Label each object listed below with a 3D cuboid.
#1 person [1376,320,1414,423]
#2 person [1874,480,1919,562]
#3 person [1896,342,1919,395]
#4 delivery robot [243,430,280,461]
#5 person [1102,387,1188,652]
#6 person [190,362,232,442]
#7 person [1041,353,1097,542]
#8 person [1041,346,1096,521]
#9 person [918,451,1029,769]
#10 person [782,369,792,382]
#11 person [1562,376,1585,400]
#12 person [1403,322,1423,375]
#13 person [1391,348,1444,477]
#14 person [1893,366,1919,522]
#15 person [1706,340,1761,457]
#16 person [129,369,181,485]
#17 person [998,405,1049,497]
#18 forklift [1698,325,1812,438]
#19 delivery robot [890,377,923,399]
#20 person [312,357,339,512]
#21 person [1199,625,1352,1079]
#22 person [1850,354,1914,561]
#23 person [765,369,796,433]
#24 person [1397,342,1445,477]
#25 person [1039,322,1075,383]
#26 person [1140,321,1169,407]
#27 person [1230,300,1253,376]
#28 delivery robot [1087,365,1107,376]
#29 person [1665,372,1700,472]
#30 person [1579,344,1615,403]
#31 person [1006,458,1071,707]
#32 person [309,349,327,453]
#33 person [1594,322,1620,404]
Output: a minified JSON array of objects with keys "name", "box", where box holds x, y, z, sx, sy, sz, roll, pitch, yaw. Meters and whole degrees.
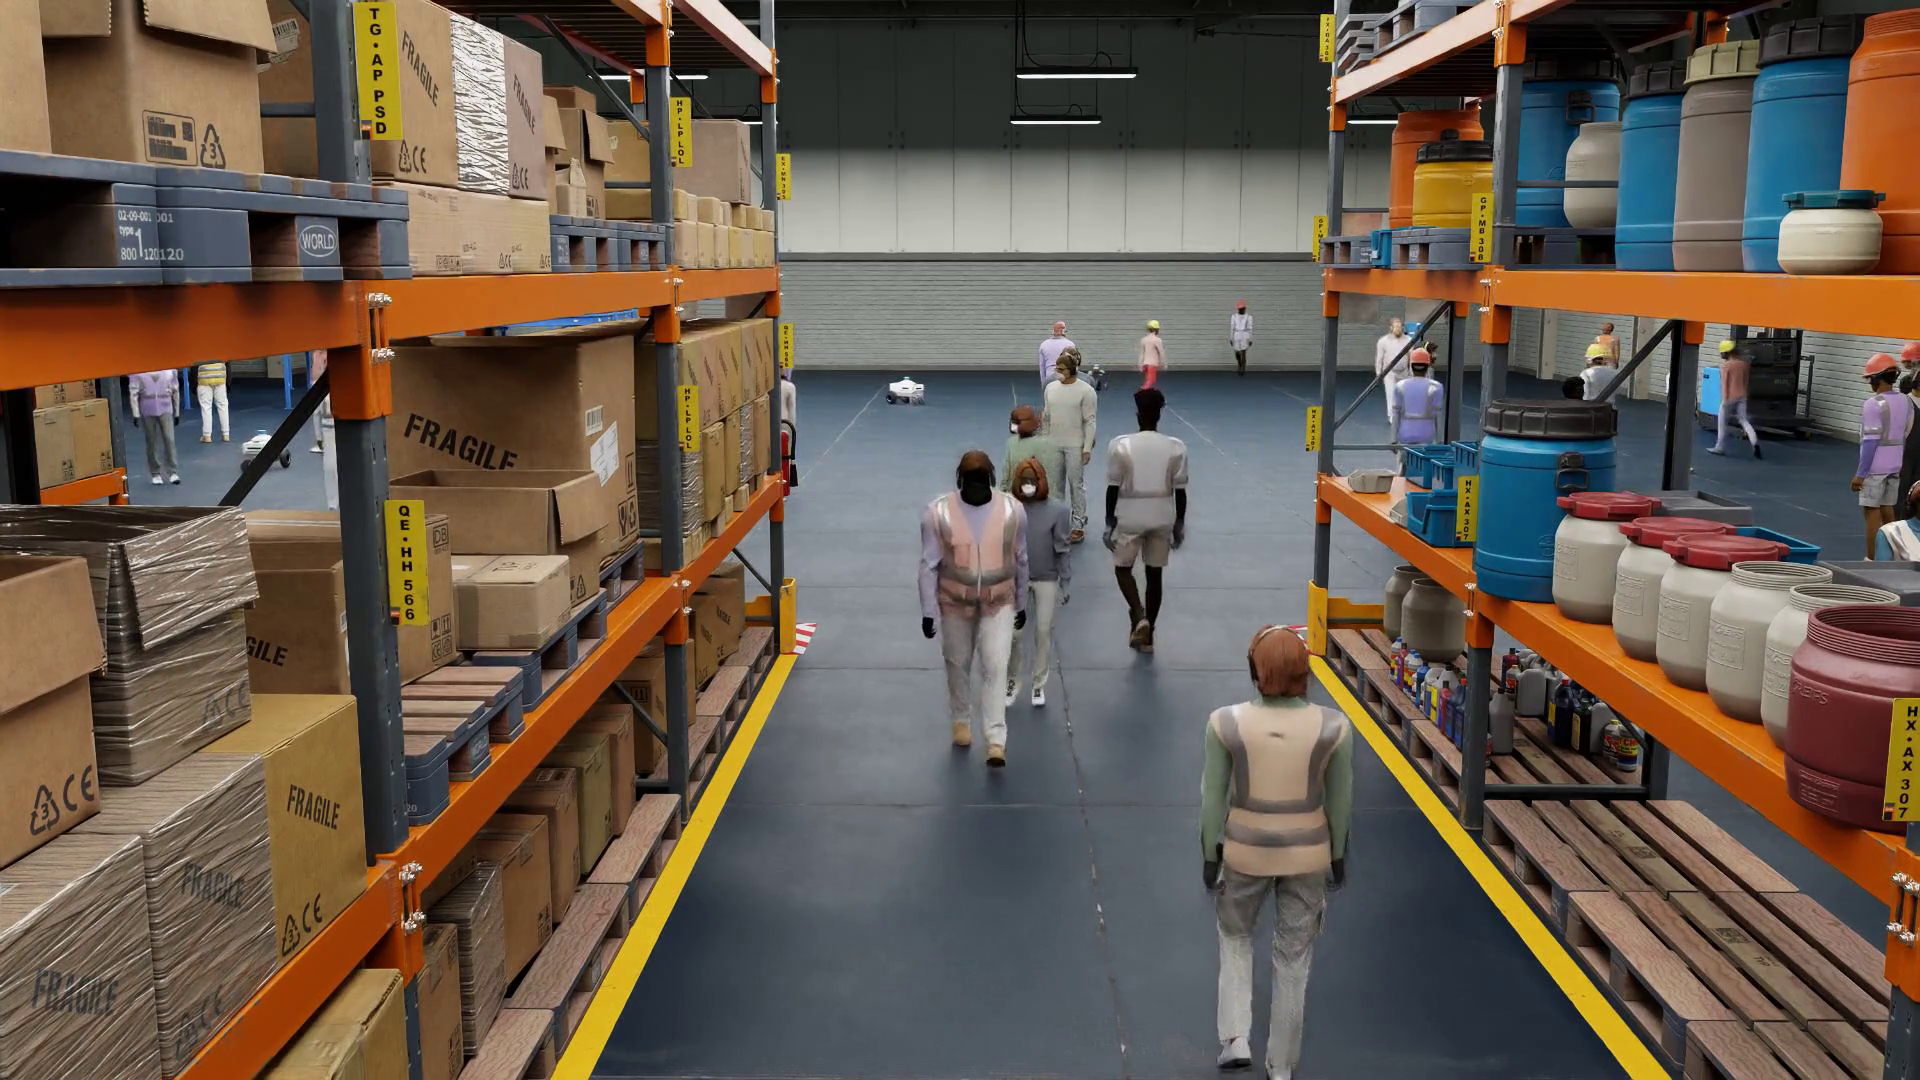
[{"name":"person","box":[7.638,-2.916,29.081,0.646,1.853,1.010,-1,10,-5]},{"name":"person","box":[5.460,0.456,9.511,0.515,1.641,0.315,1,10,6]},{"name":"person","box":[11.003,-1.288,19.019,0.634,1.956,0.848,-3,10,-16]},{"name":"delivery robot","box":[-9.629,-1.276,22.978,0.477,0.478,0.707,-1,10,-4]},{"name":"person","box":[1.353,-0.137,12.121,0.637,1.953,0.500,-1,10,-6]},{"name":"person","box":[-11.970,-2.493,26.577,0.634,1.841,0.429,-8,13,-40]},{"name":"person","box":[1.099,-0.950,17.058,0.627,1.934,0.370,7,12,36]},{"name":"person","box":[1.203,-1.164,18.320,0.636,1.938,0.358,-3,10,-18]},{"name":"person","box":[0.080,0.379,9.531,0.643,1.783,1.000,0,9,-2]},{"name":"person","box":[-3.090,-2.688,27.492,0.636,1.924,0.422,-2,10,-12]},{"name":"person","box":[6.233,-0.833,17.063,0.318,1.695,0.539,8,13,41]},{"name":"person","box":[11.464,-5.006,42.064,0.543,1.695,0.317,6,11,31]},{"name":"person","box":[5.049,-1.150,18.322,0.548,1.919,0.575,5,11,27]},{"name":"person","box":[9.433,-0.807,16.491,0.503,1.839,0.330,-5,11,-27]},{"name":"person","box":[11.439,-2.080,24.469,0.571,1.714,0.804,-4,10,-21]},{"name":"person","box":[-10.256,-1.625,21.239,0.604,1.888,0.928,-6,11,-32]},{"name":"person","box":[0.492,-0.362,14.481,0.629,1.607,0.516,-6,11,-31]},{"name":"forklift","box":[13.248,-3.165,27.620,1.129,2.768,1.873,0,9,1]},{"name":"delivery robot","box":[-1.079,-3.054,33.628,0.707,0.478,0.477,8,13,41]},{"name":"person","box":[-6.879,-1.152,18.475,0.584,1.854,0.787,-3,10,-15]},{"name":"person","box":[1.084,1.098,5.729,0.518,1.627,0.370,2,10,9]},{"name":"person","box":[8.228,-0.646,14.937,0.605,2.034,0.392,-6,11,-31]},{"name":"person","box":[-2.332,-1.485,21.182,0.510,1.625,0.433,-2,10,-12]},{"name":"person","box":[6.037,-1.616,21.328,0.879,1.832,0.531,6,11,31]},{"name":"person","box":[1.601,-2.554,26.765,0.639,1.902,0.407,5,10,25]},{"name":"person","box":[3.789,-3.374,32.214,0.866,1.727,0.525,-5,11,-29]},{"name":"person","box":[7.148,-5.130,42.117,0.578,1.924,0.653,4,10,25]},{"name":"delivery robot","box":[3.064,-3.832,37.512,0.335,0.223,0.698,7,12,35]},{"name":"person","box":[9.820,-1.761,22.618,0.535,1.699,0.318,-4,10,-21]},{"name":"person","box":[8.075,-1.615,21.434,0.610,1.796,0.849,-4,10,-23]},{"name":"person","box":[0.457,0.279,10.642,0.515,1.615,0.475,1,10,5]},{"name":"person","box":[-9.613,-2.292,25.282,0.658,1.875,0.845,7,12,35]},{"name":"person","box":[13.077,-3.577,33.668,0.514,1.642,0.314,7,12,35]}]
